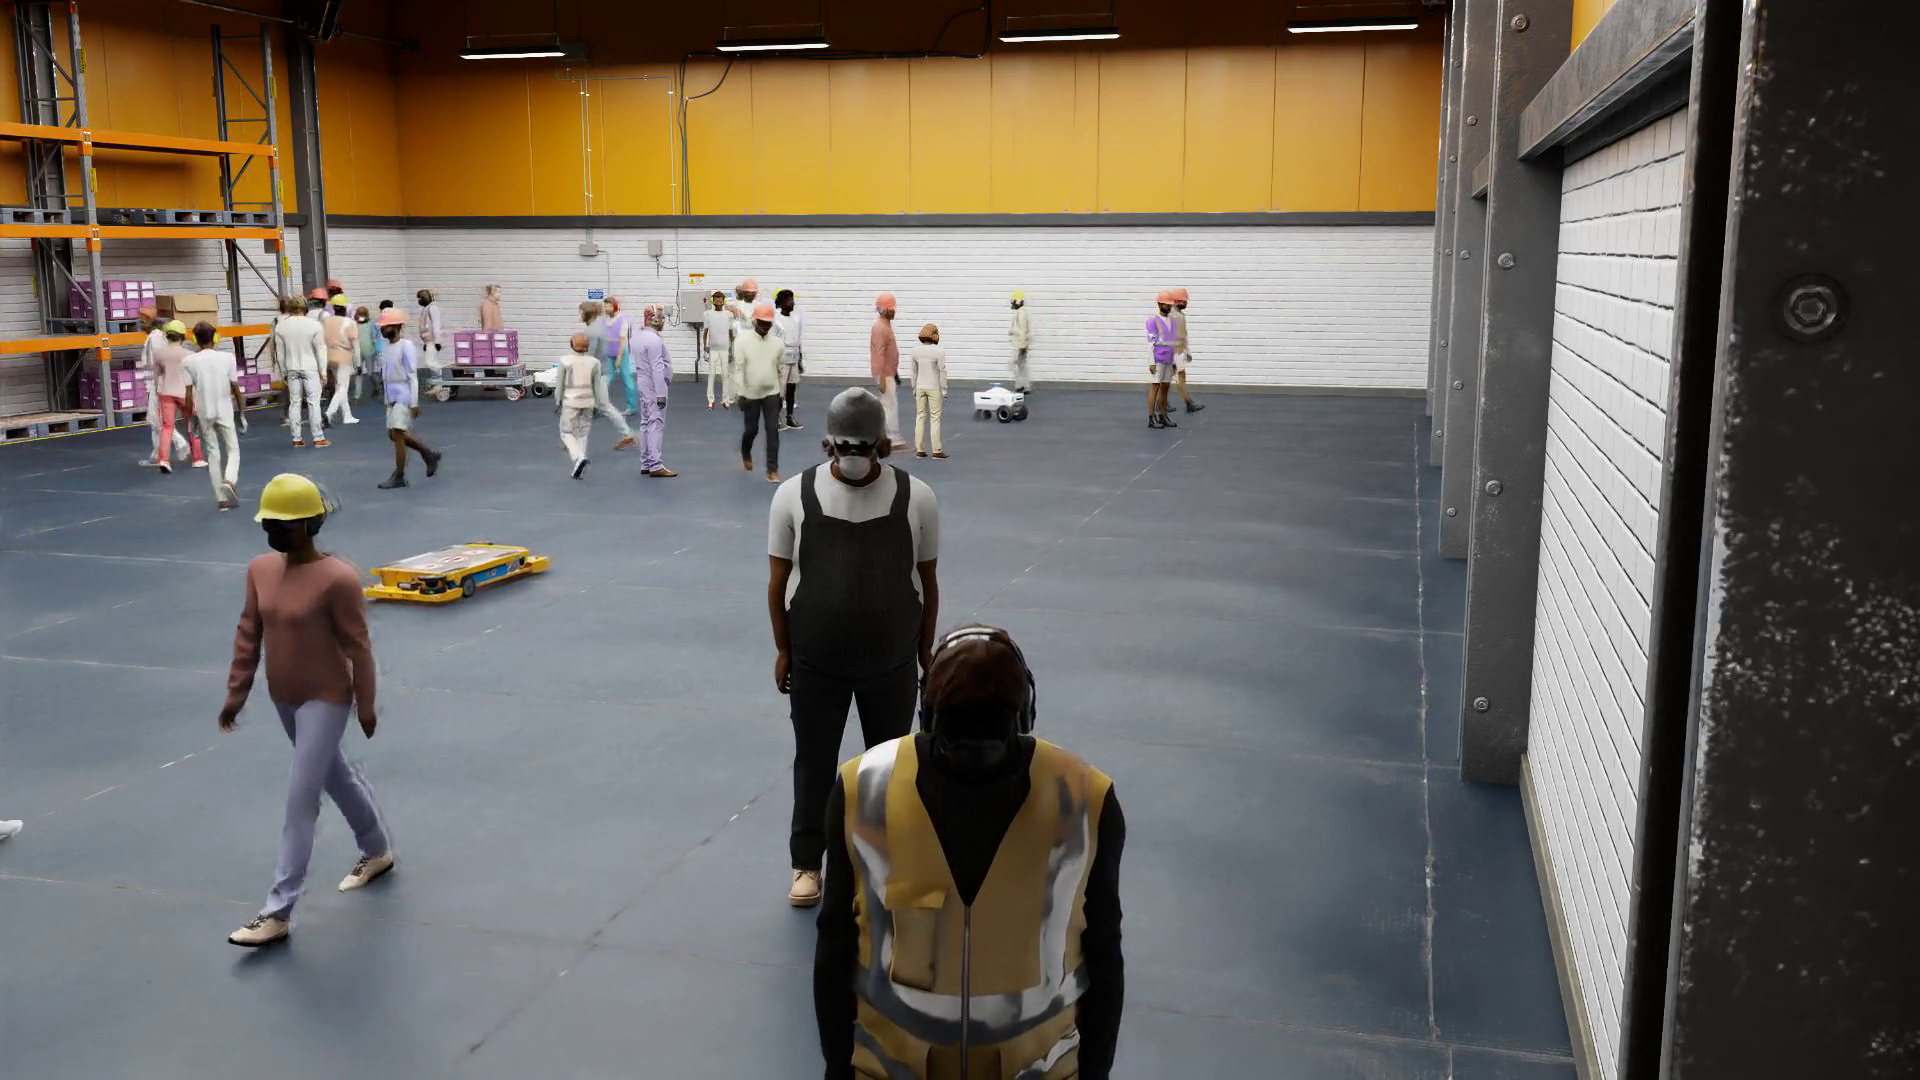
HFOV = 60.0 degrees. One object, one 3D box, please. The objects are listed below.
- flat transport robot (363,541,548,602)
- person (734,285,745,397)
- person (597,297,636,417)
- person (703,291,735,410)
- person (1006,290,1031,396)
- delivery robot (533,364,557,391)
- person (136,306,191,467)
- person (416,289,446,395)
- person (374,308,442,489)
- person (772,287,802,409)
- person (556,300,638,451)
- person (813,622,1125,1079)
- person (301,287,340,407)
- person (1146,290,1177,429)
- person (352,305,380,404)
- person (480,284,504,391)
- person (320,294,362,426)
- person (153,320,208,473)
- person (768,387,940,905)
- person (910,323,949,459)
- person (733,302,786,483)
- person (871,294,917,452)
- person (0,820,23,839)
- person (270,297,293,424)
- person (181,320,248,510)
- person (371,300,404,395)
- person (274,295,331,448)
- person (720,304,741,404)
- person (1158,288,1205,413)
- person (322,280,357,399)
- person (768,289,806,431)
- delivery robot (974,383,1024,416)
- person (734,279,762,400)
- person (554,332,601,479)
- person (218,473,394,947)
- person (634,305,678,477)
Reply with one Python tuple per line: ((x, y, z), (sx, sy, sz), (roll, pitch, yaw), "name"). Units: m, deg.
((-3.775, 0.223, 12.496), (0.652, 0.197, 1.431), (3, 11, 18), "flat transport robot")
((-3.679, -3.313, 27.885), (0.760, 1.910, 0.642), (2, 10, 10), "person")
((-5.194, -2.707, 24.779), (0.563, 1.787, 0.958), (7, 12, 34), "person")
((-3.778, -2.971, 26.079), (0.519, 1.865, 0.326), (-3, 10, -15), "person")
((0.985, -3.346, 28.348), (0.513, 1.818, 0.611), (1, 10, 3), "person")
((-6.853, -2.743, 28.224), (0.707, 0.478, 0.477), (0, 10, 1), "delivery robot")
((-9.231, -1.758, 19.176), (0.487, 1.869, 0.648), (-5, 11, -28), "person")
((-9.077, -3.402, 28.658), (0.462, 1.816, 0.663), (-5, 11, -25), "person")
((-5.895, -1.515, 17.704), (0.548, 1.918, 0.727), (8, 13, 39), "person")
((-2.837, -3.031, 26.296), (0.708, 1.899, 0.607), (7, 12, 33), "person")
((-4.532, -2.043, 20.750), (0.986, 1.899, 0.632), (-2, 10, -13), "person")
((0.016, 1.064, 3.304), (0.619, 1.840, 0.430), (0, 10, 2), "person")
((-10.198, -3.043, 26.368), (0.556, 1.911, 0.835), (5, 11, 27), "person")
((2.863, -2.534, 23.399), (0.548, 1.935, 0.361), (-10, 14, -43), "person")
((-9.734, -3.051, 27.259), (0.542, 1.603, 0.698), (1, 10, 3), "person")
((-8.257, -3.573, 29.423), (0.433, 1.881, 0.668), (-1, 10, -8), "person")
((-8.864, -2.550, 23.656), (0.619, 1.888, 0.868), (3, 10, 17), "person")
((-8.900, -1.630, 18.881), (0.536, 1.728, 0.888), (-1, 10, -3), "person")
((-0.398, 0.410, 6.431), (0.676, 2.000, 0.536), (-1, 10, -7), "person")
((-0.367, -1.790, 20.039), (0.497, 1.633, 0.287), (6, 12, 31), "person")
((-2.196, -1.618, 18.147), (0.601, 1.957, 0.745), (-3, 11, -18), "person")
((-0.866, -2.063, 20.725), (0.719, 1.969, 0.661), (1, 10, 4), "person")
((-4.208, 0.514, 6.790), (0.504, 1.686, 0.773), (8, 13, 39), "person")
((-9.651, -2.600, 24.079), (0.520, 1.822, 0.660), (3, 10, 17), "person")
((-7.140, -1.174, 15.955), (0.549, 1.847, 0.577), (-3, 11, -19), "person")
((-9.364, -3.101, 27.319), (0.546, 1.679, 0.663), (-1, 10, -8), "person")
((-8.323, -2.126, 21.081), (0.630, 1.940, 0.372), (0, 10, 1), "person")
((-3.650, -3.005, 26.916), (0.439, 1.625, 0.530), (1, 10, 8), "person")
((3.431, -2.884, 25.464), (0.902, 1.900, 0.575), (5, 11, 27), "person")
((-10.103, -3.233, 27.163), (0.646, 1.994, 0.938), (0, 10, -1), "person")
((-2.421, -2.506, 23.181), (0.446, 1.964, 0.651), (8, 13, 39), "person")
((0.563, -2.044, 24.267), (0.707, 0.478, 0.477), (6, 12, 31), "delivery robot")
((-3.513, -3.298, 27.505), (0.614, 2.011, 0.591), (-9, 14, -42), "person")
((-4.137, -1.450, 18.129), (0.536, 1.618, 0.467), (-7, 12, -33), "person")
((-2.481, 0.598, 6.291), (0.527, 1.718, 0.922), (5, 11, 27), "person")
((-3.383, -1.654, 18.498), (0.405, 1.904, 0.653), (-5, 11, -27), "person")
